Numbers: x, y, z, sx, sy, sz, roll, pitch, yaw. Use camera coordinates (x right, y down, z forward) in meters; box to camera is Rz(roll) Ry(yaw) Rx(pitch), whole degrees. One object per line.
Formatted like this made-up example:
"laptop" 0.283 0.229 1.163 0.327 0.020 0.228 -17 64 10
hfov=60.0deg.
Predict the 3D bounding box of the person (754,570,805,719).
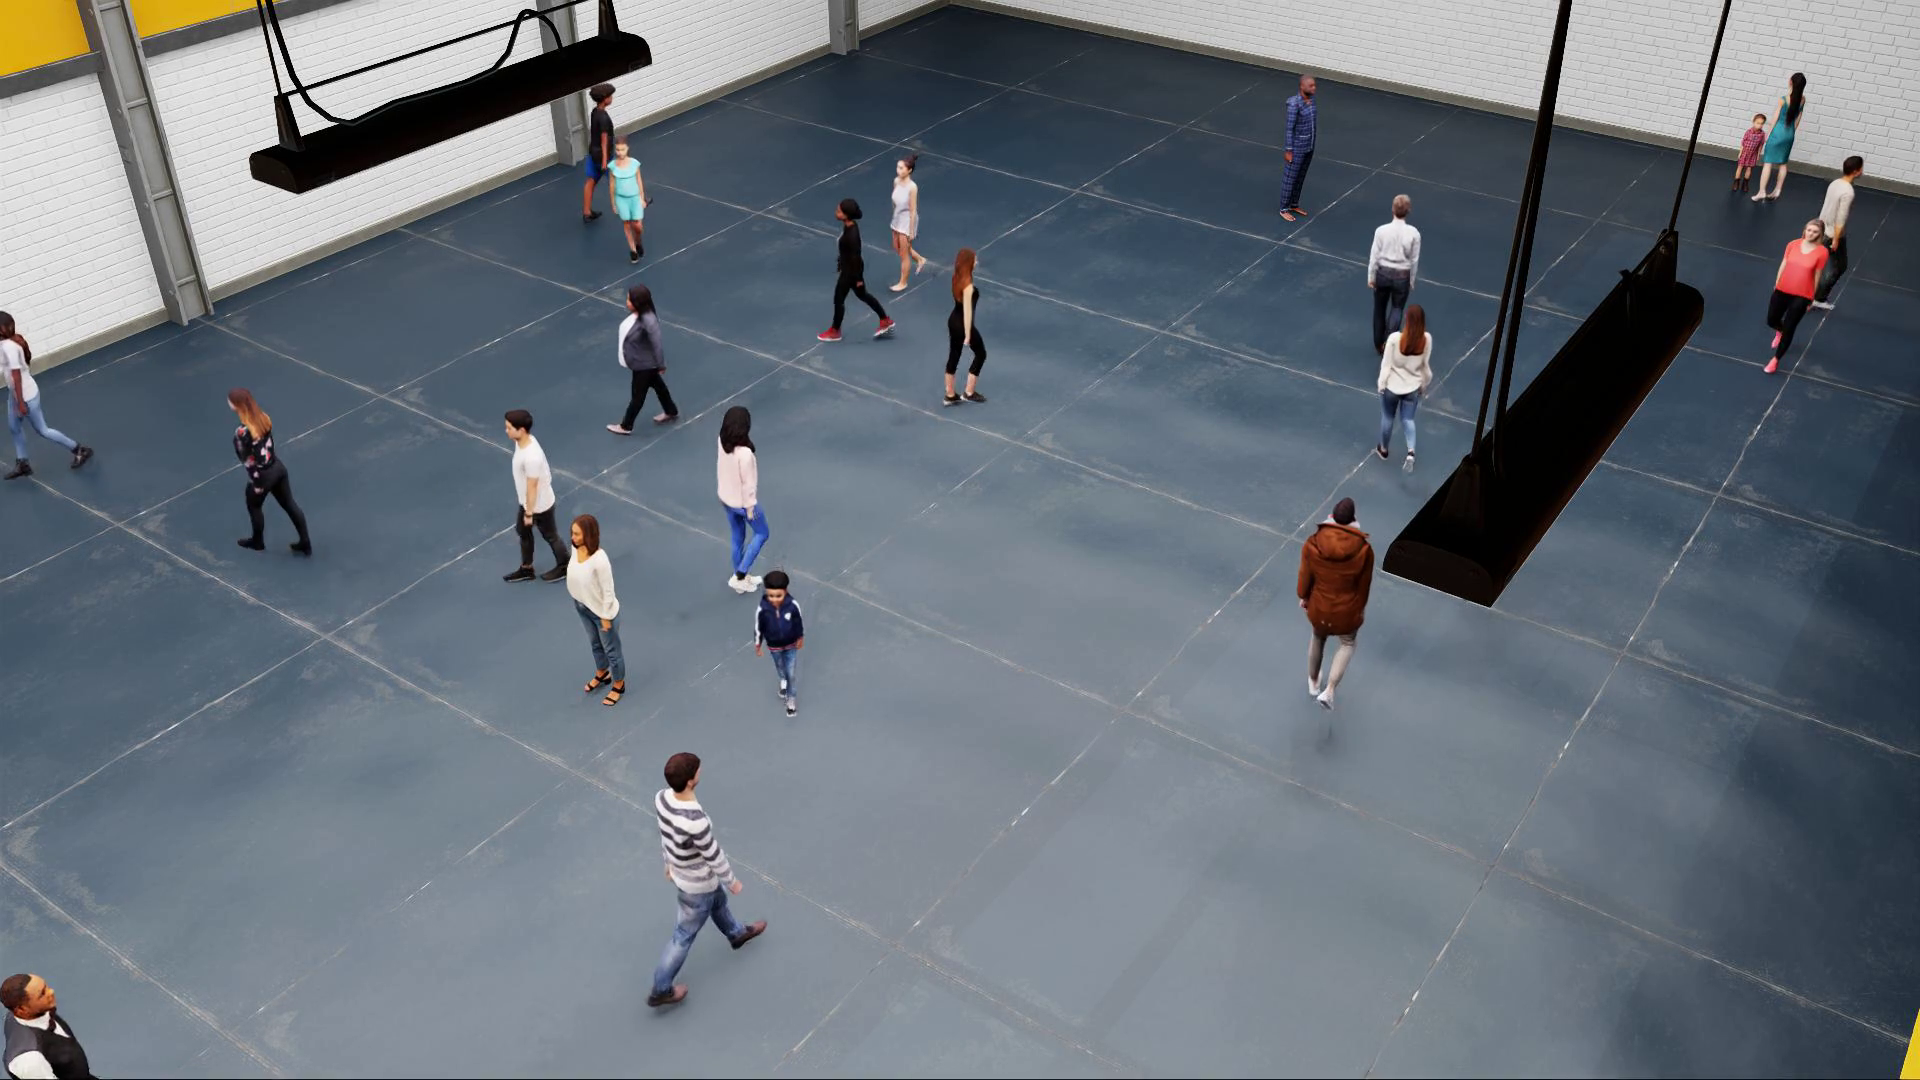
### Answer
"person" -1.386 0.732 12.929 0.768 1.199 0.856 -1 34 -2

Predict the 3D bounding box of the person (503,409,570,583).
"person" -3.526 -0.377 14.139 0.960 1.705 0.866 -15 37 -22

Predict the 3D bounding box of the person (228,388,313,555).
"person" -5.959 -0.558 14.458 0.860 1.655 0.932 10 35 14

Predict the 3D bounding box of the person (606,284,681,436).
"person" -3.036 -1.794 16.410 1.130 1.552 0.977 -14 36 -20

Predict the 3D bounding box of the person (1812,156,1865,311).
"person" 9.666 -3.424 18.638 0.909 1.800 0.829 1 34 1

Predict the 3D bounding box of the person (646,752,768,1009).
"person" -1.716 2.135 10.273 1.279 1.803 0.933 -22 39 -29

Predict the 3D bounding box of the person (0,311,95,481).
"person" -8.718 -1.361 15.634 1.112 1.690 0.827 -22 39 -29

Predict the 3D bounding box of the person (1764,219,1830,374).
"person" 8.807 -2.593 17.497 0.676 1.679 0.927 28 43 36

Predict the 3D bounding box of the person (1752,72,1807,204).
"person" 10.556 -5.168 21.367 0.603 1.684 0.669 -7 34 -10

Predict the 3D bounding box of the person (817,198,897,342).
"person" -1.088 -2.915 18.016 1.093 1.642 1.094 -3 34 -4

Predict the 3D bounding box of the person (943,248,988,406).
"person" -0.056 -2.118 16.753 0.788 1.711 0.732 -16 37 -23

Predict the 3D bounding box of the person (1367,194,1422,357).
"person" 4.578 -2.758 17.624 0.784 1.814 0.845 10 35 14

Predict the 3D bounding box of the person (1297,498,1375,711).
"person" 2.845 0.527 12.669 0.817 1.828 0.964 12 35 18

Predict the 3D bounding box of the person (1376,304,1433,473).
"person" 4.206 -1.404 15.713 0.954 1.673 1.067 -1 34 -2

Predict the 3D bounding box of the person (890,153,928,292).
"person" -0.580 -3.680 19.204 0.871 1.600 0.730 -21 39 -28

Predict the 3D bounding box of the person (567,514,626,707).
"person" -2.793 0.510 12.825 0.605 1.683 0.655 -28 42 -35

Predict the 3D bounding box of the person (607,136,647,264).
"person" -3.957 -4.090 19.862 0.676 1.554 0.732 -4 34 -6

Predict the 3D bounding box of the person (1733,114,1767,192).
"person" 10.402 -5.115 21.883 0.476 1.024 0.507 9 35 13

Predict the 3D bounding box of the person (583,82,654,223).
"person" -4.533 -4.767 20.723 1.242 1.729 0.976 -20 38 -27

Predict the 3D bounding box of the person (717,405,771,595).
"person" -1.930 -0.294 13.971 0.731 1.753 0.708 -23 40 -31

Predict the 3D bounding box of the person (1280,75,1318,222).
"person" 4.276 -4.963 20.931 0.776 1.825 0.602 28 43 36
